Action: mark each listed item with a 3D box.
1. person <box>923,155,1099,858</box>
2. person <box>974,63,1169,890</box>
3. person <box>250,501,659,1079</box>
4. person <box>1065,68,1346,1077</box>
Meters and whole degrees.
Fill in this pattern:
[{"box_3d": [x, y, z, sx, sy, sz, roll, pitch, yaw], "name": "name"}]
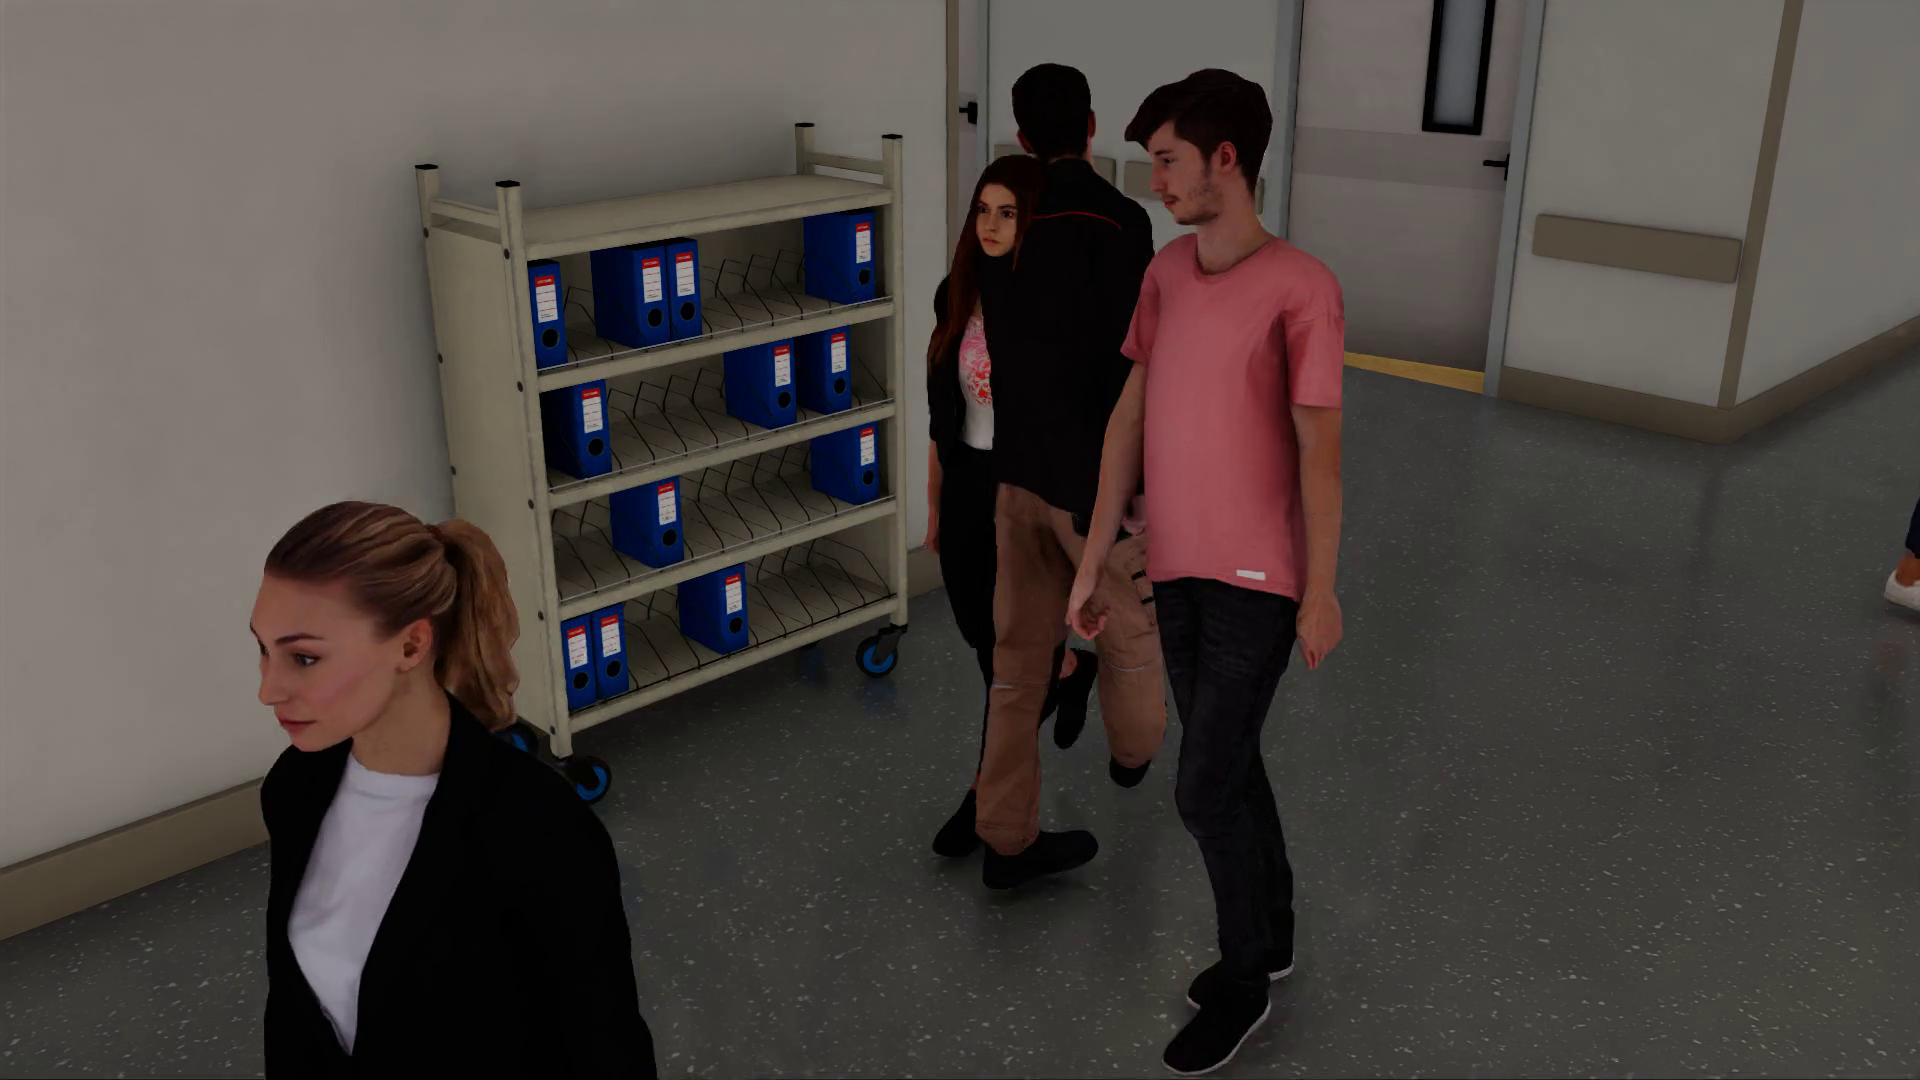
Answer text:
[{"box_3d": [0.164, -0.097, 4.125, 0.691, 1.687, 1.023, 15, 26, 35], "name": "person"}, {"box_3d": [0.226, -0.079, 3.832, 0.890, 1.861, 1.188, 18, 27, 40], "name": "person"}, {"box_3d": [-0.478, 0.739, 1.951, 0.794, 1.664, 1.098, 12, 24, 28], "name": "person"}, {"box_3d": [0.605, 0.065, 3.351, 0.768, 1.932, 0.718, -16, 26, -37], "name": "person"}]
